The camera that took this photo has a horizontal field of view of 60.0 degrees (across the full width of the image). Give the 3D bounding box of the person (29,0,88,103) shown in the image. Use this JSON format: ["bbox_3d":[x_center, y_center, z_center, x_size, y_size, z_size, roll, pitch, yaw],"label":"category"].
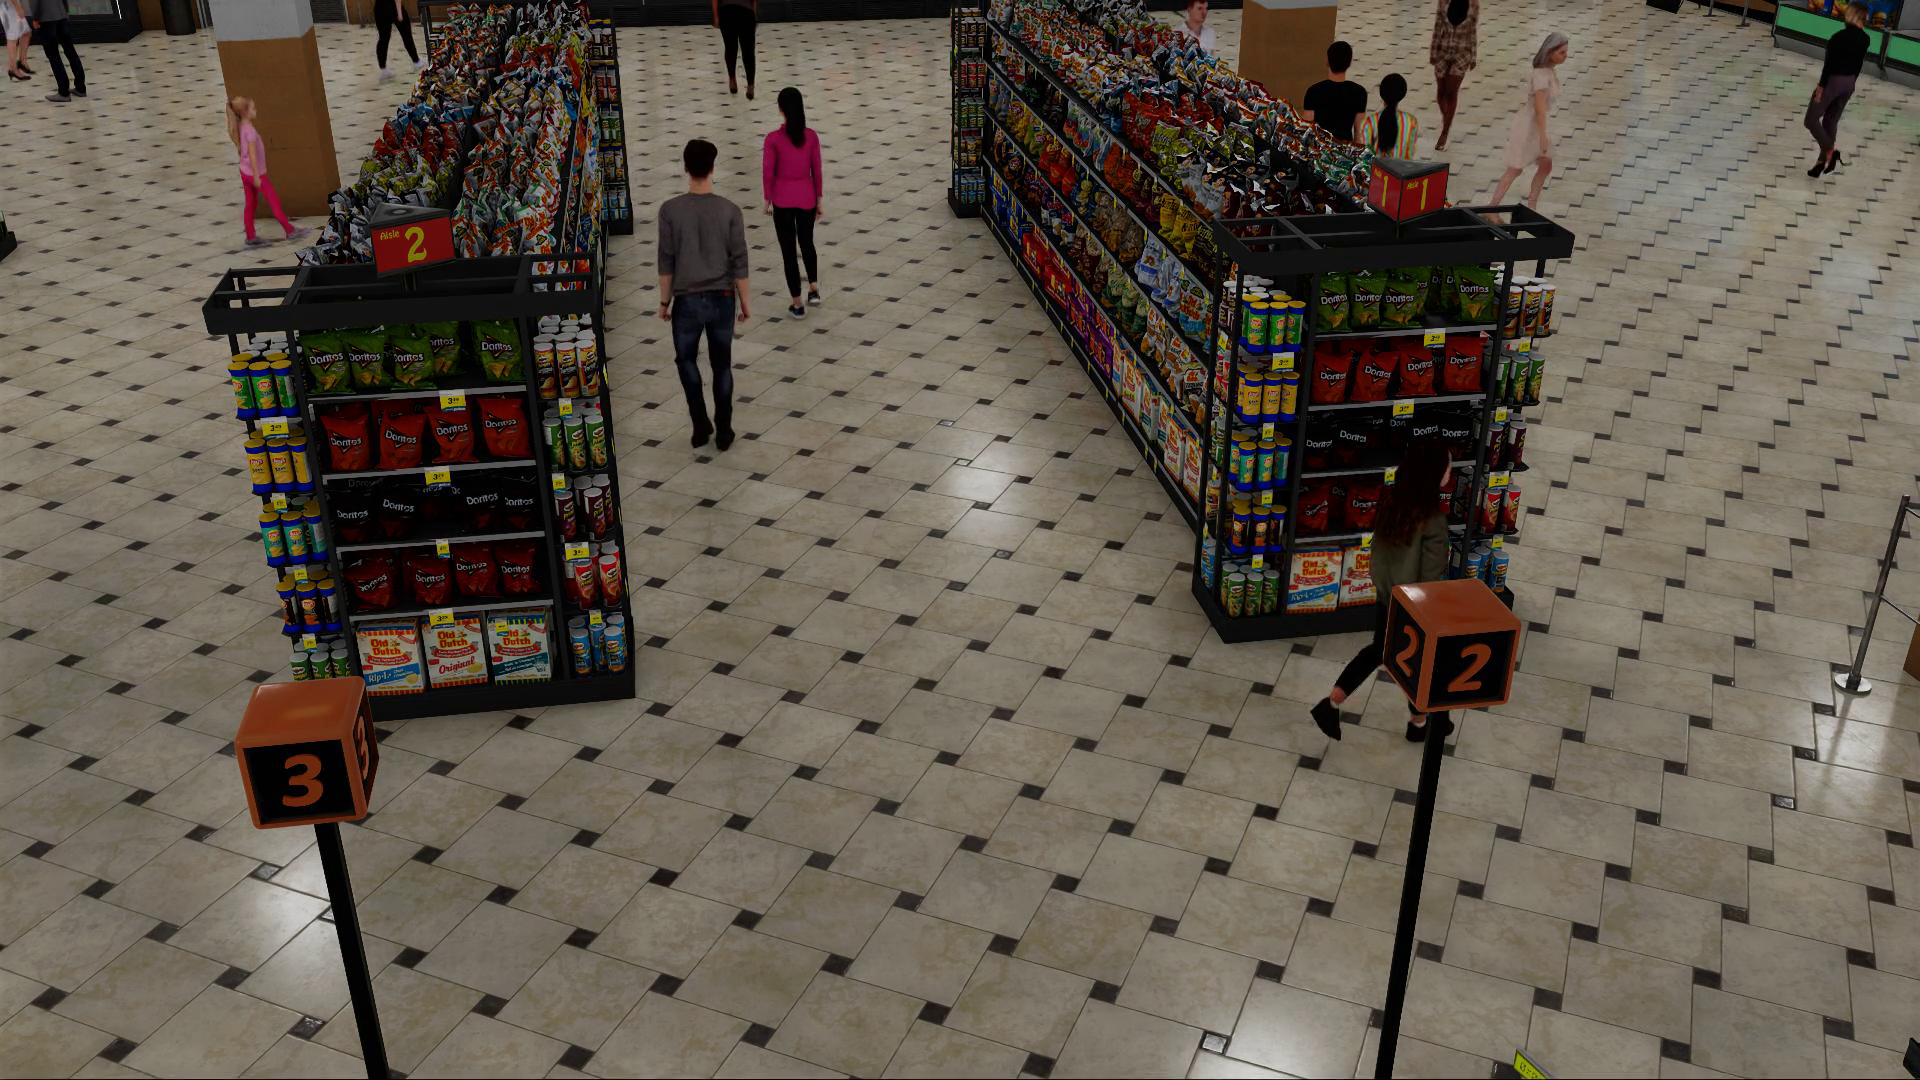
[{"bbox_3d":[-10.366,-5.978,18.960,0.836,1.874,0.708,8,28,15],"label":"person"}]

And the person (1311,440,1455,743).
[{"bbox_3d":[1.859,0.259,7.124,0.774,1.457,0.904,-10,29,-20],"label":"person"}]

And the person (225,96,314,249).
[{"bbox_3d":[-5.949,-3.050,13.871,0.777,1.255,0.804,-19,33,-33],"label":"person"}]

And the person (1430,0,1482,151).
[{"bbox_3d":[5.039,-4.909,16.978,1.014,1.759,1.156,11,29,21],"label":"person"}]

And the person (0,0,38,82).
[{"bbox_3d":[-11.488,-6.370,19.887,0.739,1.735,0.647,-15,31,-27],"label":"person"}]

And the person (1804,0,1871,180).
[{"bbox_3d":[8.320,-4.202,15.699,0.652,1.656,0.734,-8,28,-16],"label":"person"}]

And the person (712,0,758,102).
[{"bbox_3d":[-2.565,-5.934,18.967,0.659,1.789,1.124,-5,27,-9],"label":"person"}]

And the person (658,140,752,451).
[{"bbox_3d":[-1.522,-1.383,9.881,0.693,1.890,0.749,-4,27,-8],"label":"person"}]

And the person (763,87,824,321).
[{"bbox_3d":[-1.185,-2.427,12.163,0.645,1.688,0.660,-12,29,-22],"label":"person"}]

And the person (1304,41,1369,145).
[{"bbox_3d":[2.885,-2.954,13.011,0.703,1.862,0.630,0,27,-1],"label":"person"}]

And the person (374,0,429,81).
[{"bbox_3d":[-6.900,-6.323,19.957,0.992,1.588,1.171,11,29,21],"label":"person"}]

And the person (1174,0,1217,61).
[{"bbox_3d":[2.036,-4.053,15.253,0.950,1.794,1.313,-14,30,-26],"label":"person"}]

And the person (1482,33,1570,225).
[{"bbox_3d":[4.786,-3.454,14.184,0.904,1.692,0.868,8,28,15],"label":"person"}]

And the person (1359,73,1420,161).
[{"bbox_3d":[3.103,-2.522,12.236,0.635,1.792,0.584,0,27,0],"label":"person"}]
